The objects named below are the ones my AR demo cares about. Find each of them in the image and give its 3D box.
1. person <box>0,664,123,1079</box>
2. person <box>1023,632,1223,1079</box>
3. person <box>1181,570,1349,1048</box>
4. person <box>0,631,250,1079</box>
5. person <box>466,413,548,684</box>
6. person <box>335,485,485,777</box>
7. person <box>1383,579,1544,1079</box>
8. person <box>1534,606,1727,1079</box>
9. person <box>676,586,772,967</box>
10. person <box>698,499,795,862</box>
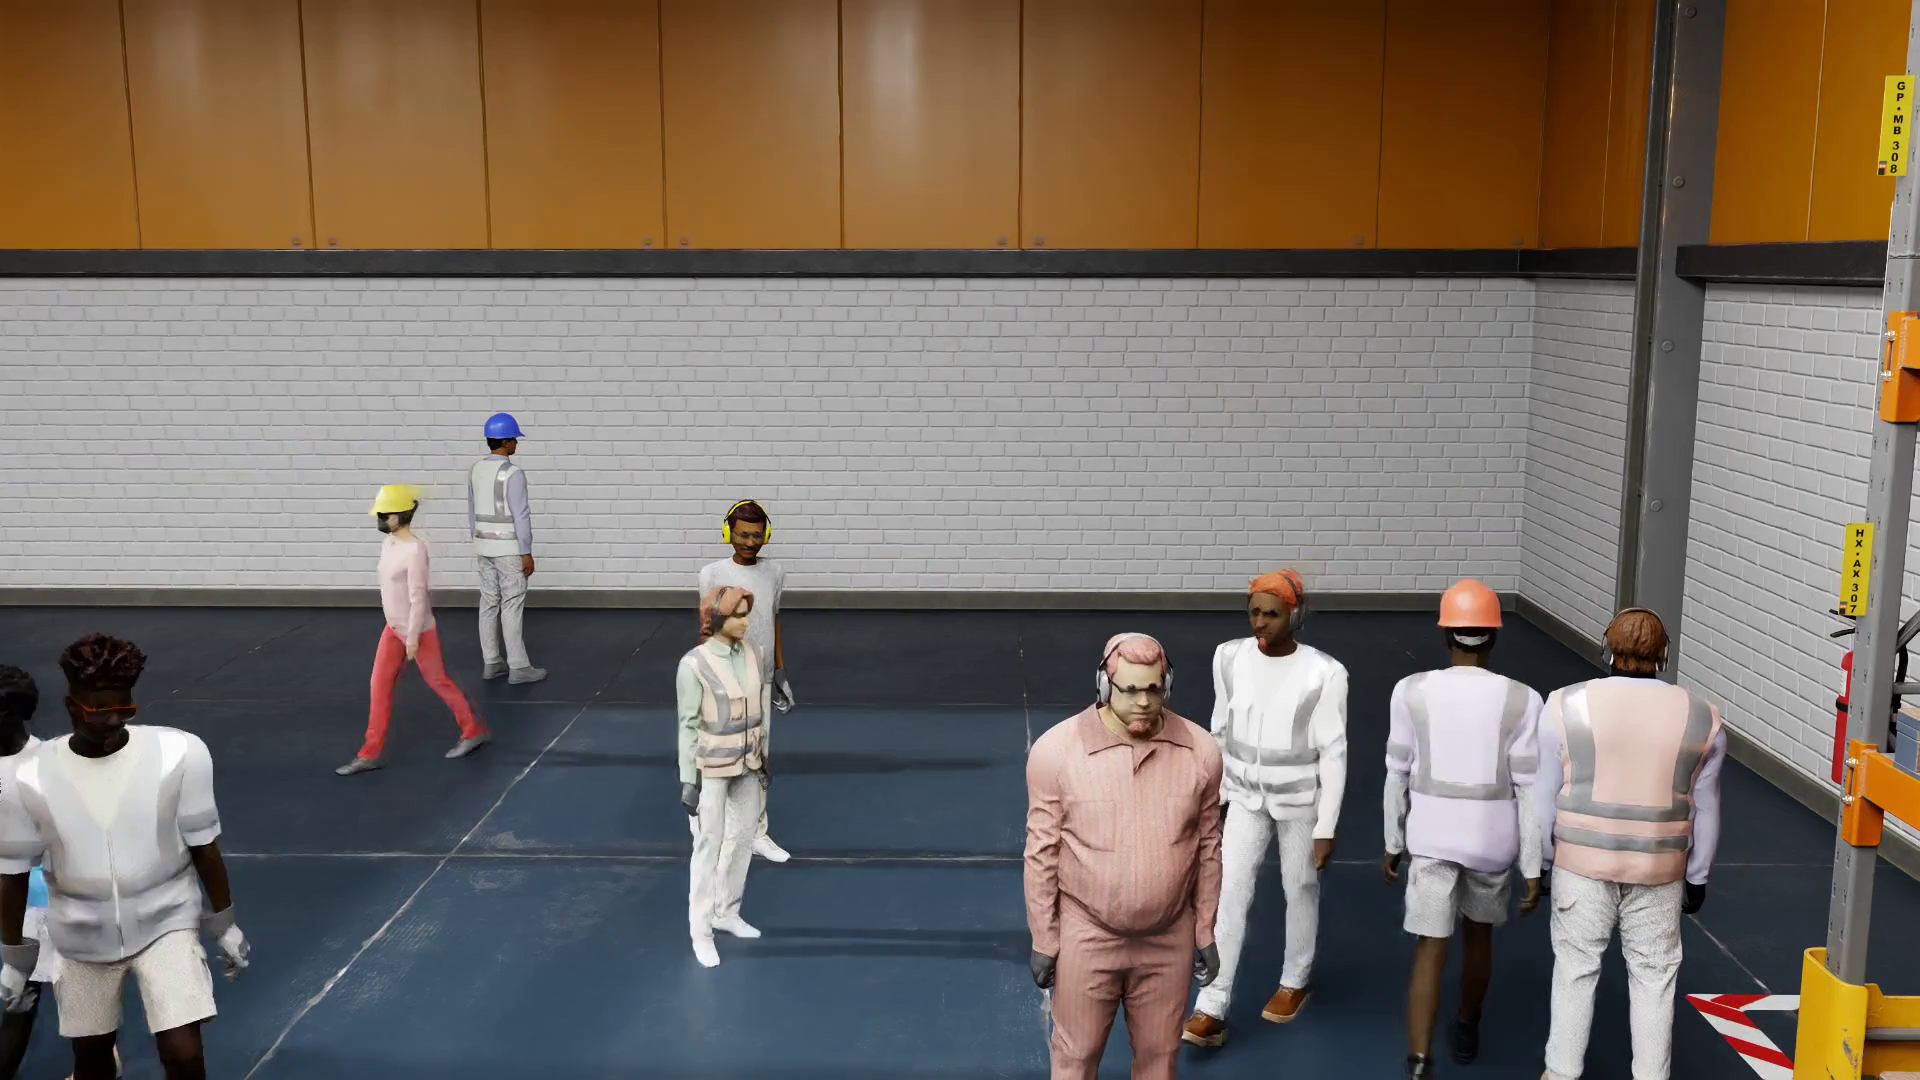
[{"bbox_3d":[-3.307,1.248,5.730,0.552,1.656,0.877,6,11,32],"label":"person"},{"bbox_3d":[0.518,1.221,5.169,0.642,1.906,0.410,-2,10,-10],"label":"person"},{"bbox_3d":[1.153,1.047,6.369,0.611,1.843,0.924,7,11,34],"label":"person"},{"bbox_3d":[-2.583,1.212,5.141,0.719,1.921,0.701,-4,10,-22],"label":"person"},{"bbox_3d":[-3.290,0.059,11.994,0.605,1.949,0.399,8,12,38],"label":"person"},{"bbox_3d":[-3.280,0.516,9.937,0.898,1.722,0.536,-9,13,-43],"label":"person"},{"bbox_3d":[1.798,1.099,5.979,0.556,1.889,0.975,3,10,18],"label":"person"},{"bbox_3d":[2.330,1.140,5.878,0.632,1.837,0.430,2,10,12],"label":"person"},{"bbox_3d":[-1.048,1.015,7.280,0.315,1.634,0.561,6,11,34],"label":"person"},{"bbox_3d":[-1.061,0.725,8.282,0.518,1.859,0.329,-8,12,-40],"label":"person"}]
